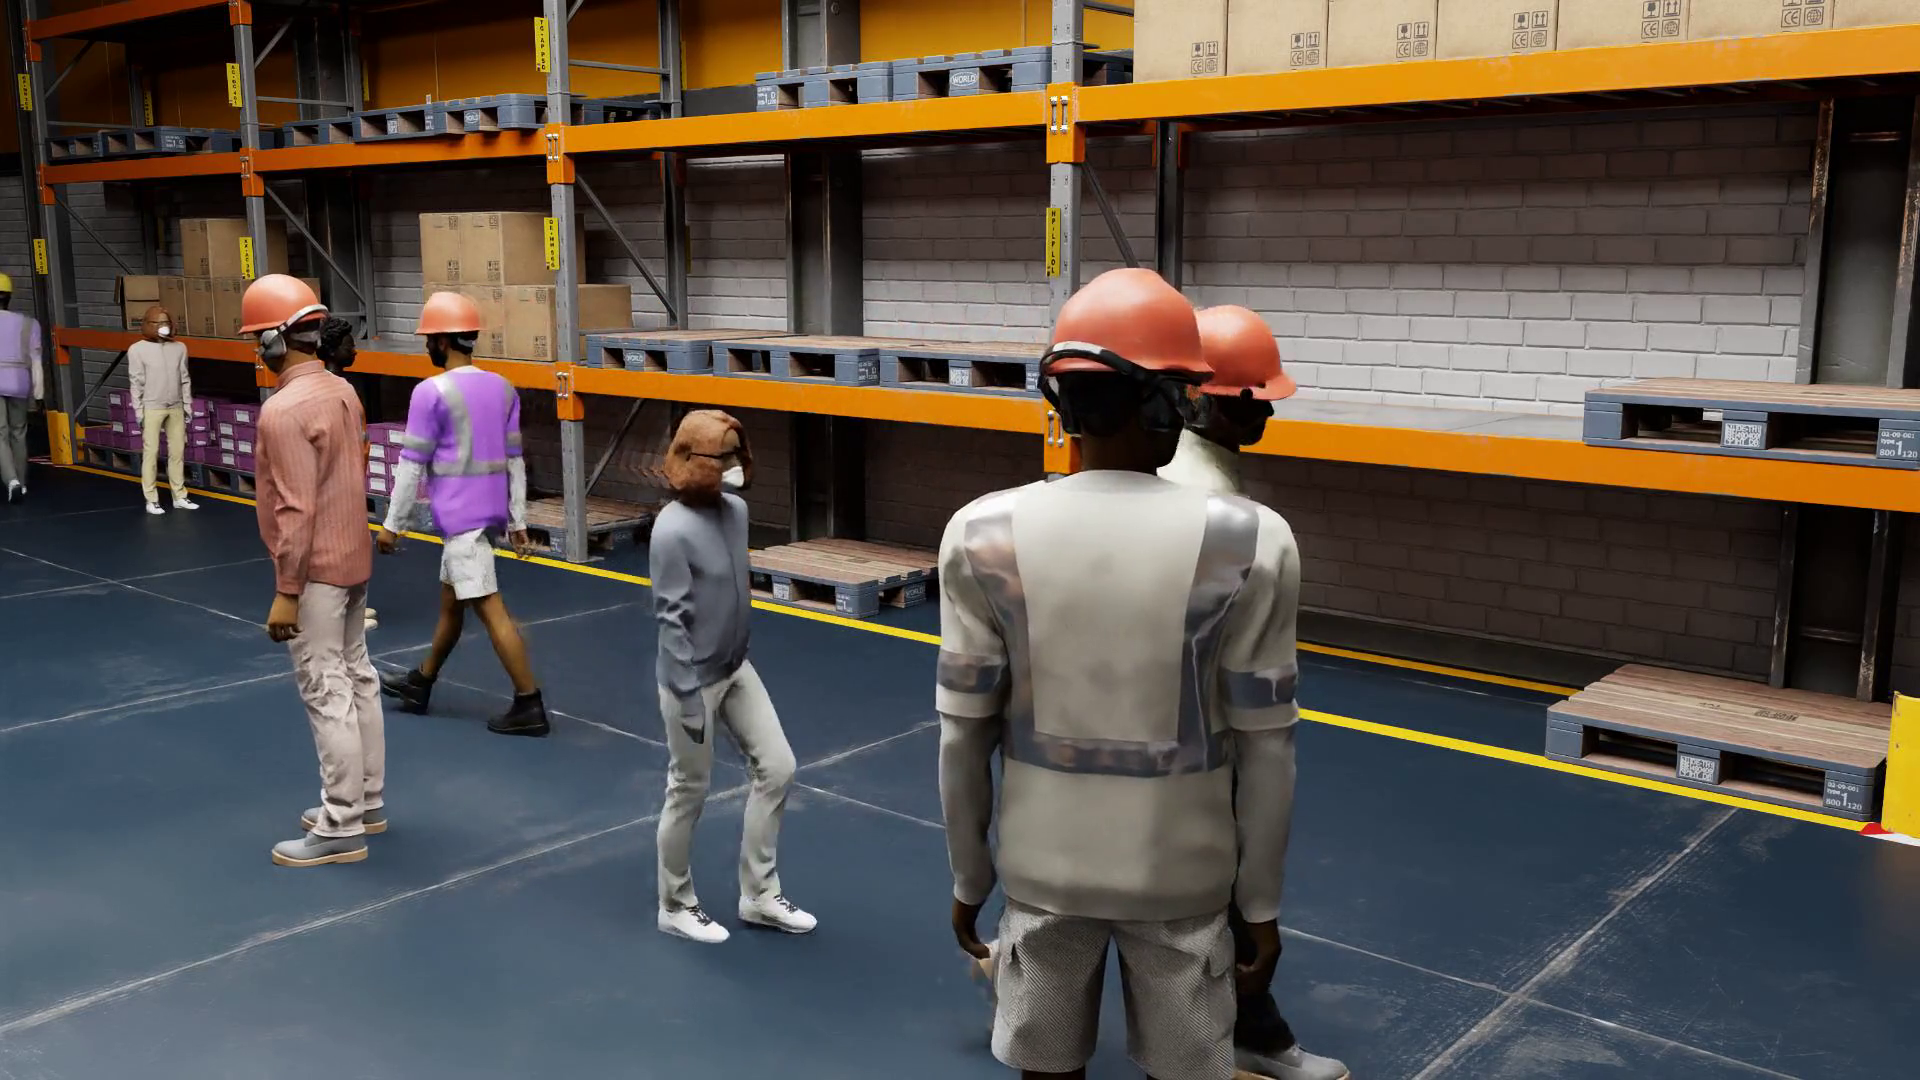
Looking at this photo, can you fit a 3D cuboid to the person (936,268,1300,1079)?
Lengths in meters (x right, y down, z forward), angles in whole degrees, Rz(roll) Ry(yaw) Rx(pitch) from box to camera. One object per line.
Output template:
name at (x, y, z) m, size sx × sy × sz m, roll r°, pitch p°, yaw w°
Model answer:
person at (0.266, 0.562, 2.883) m, size 0.609 × 2.040 × 0.395 m, roll 2°, pitch 10°, yaw 13°

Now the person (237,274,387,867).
person at (-2.193, 0.107, 5.623) m, size 0.401 × 1.986 × 0.612 m, roll 0°, pitch 10°, yaw -1°

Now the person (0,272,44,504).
person at (-7.838, -1.250, 13.647) m, size 0.600 × 1.893 × 0.928 m, roll -7°, pitch 12°, yaw -36°

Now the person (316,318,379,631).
person at (-3.376, -0.352, 9.069) m, size 0.318 × 1.696 × 0.530 m, roll -3°, pitch 10°, yaw -18°

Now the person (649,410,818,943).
person at (-0.664, 0.423, 4.895) m, size 0.608 × 1.608 × 0.523 m, roll 4°, pitch 11°, yaw 23°

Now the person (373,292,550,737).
person at (-2.188, -0.111, 7.144) m, size 0.995 × 1.879 × 0.546 m, roll 4°, pitch 11°, yaw 20°

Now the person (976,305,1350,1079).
person at (0.483, 0.405, 4.044) m, size 0.910 × 1.953 × 0.641 m, roll 2°, pitch 10°, yaw 10°

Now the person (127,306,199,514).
person at (-6.266, -1.017, 13.059) m, size 0.286 × 1.626 × 0.493 m, roll 6°, pitch 12°, yaw 31°
